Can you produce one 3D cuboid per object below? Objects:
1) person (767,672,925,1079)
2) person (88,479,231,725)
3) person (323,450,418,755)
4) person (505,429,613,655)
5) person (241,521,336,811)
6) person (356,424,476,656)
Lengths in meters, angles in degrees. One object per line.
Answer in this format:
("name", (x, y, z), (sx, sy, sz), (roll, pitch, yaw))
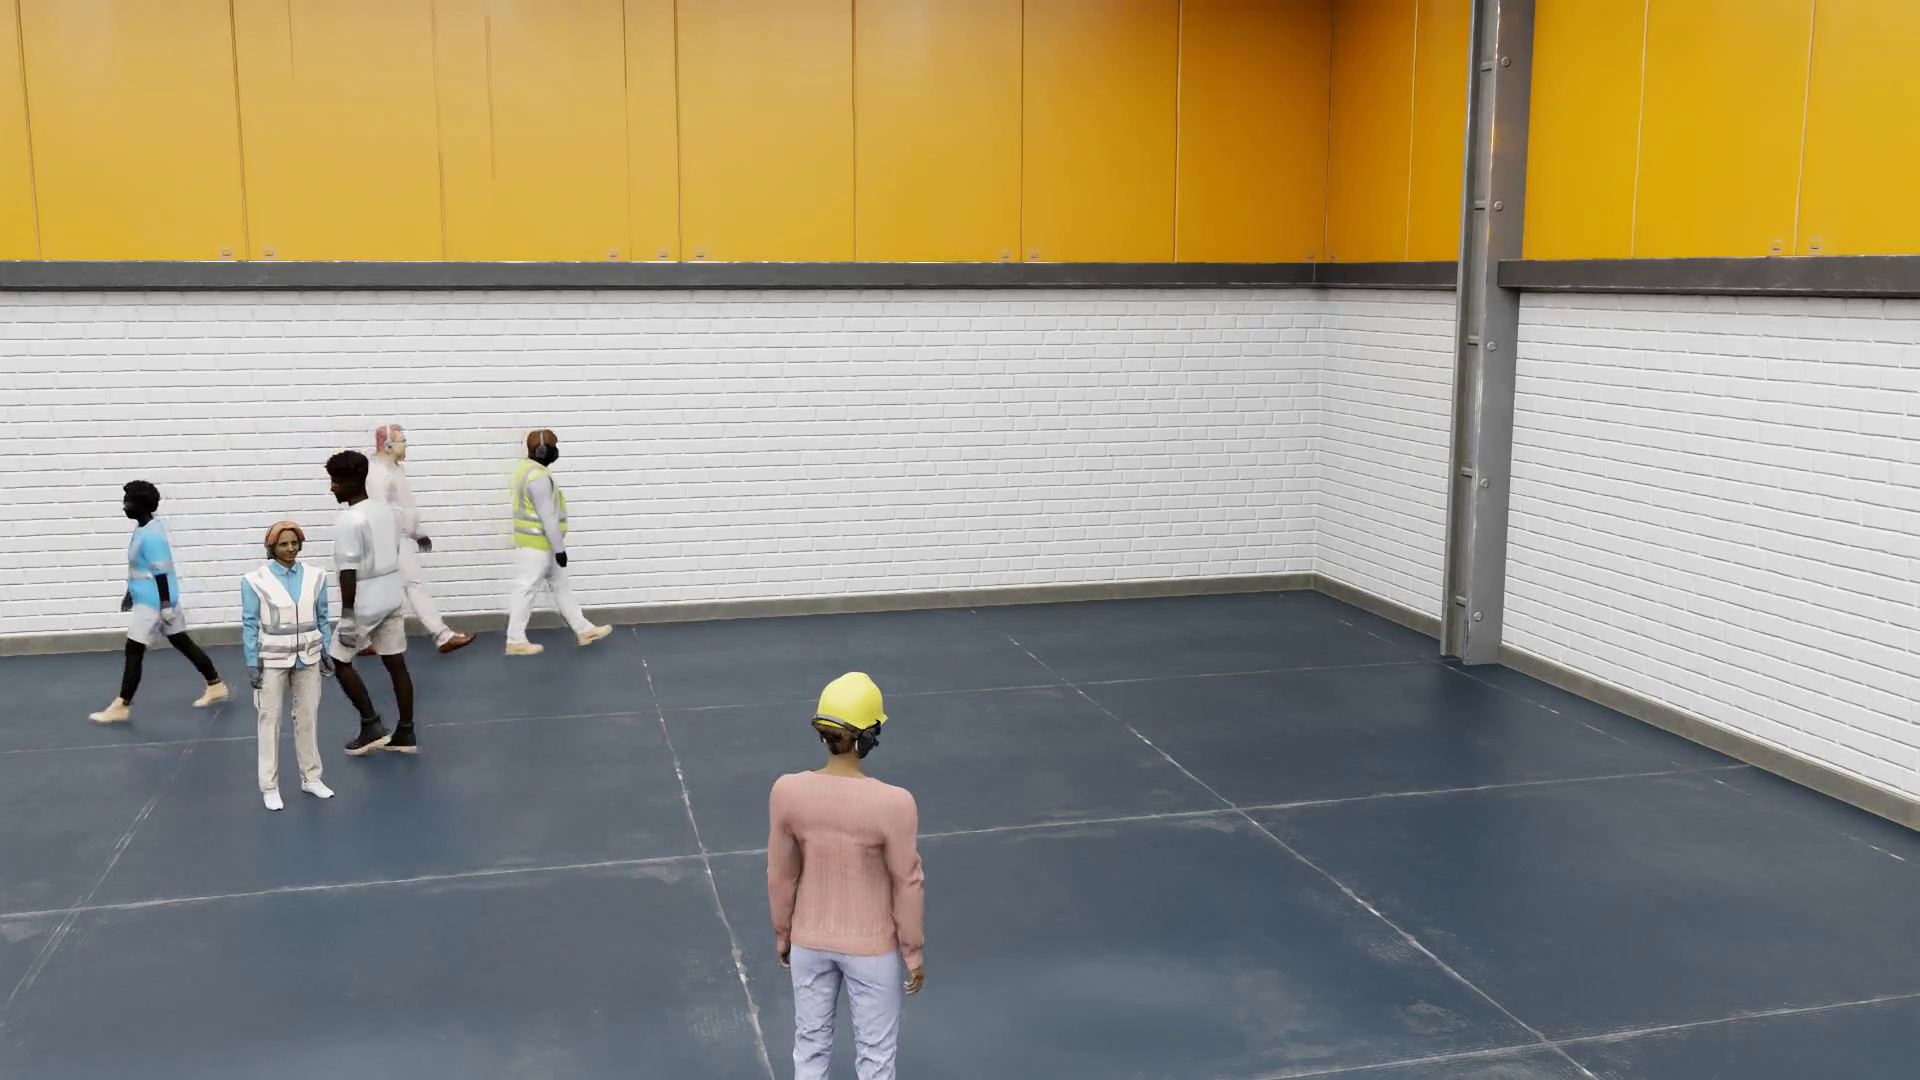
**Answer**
("person", (-0.357, 1.297, 5.379), (0.533, 1.767, 0.327), (3, 10, 20))
("person", (-5.480, 0.398, 11.368), (0.887, 1.648, 0.534), (-4, 10, -26))
("person", (-3.705, 0.407, 10.373), (0.541, 1.942, 0.709), (2, 9, 14))
("person", (-3.222, 0.019, 13.252), (0.931, 1.796, 0.647), (-3, 10, -20))
("person", (-3.828, 0.702, 9.493), (0.312, 1.639, 0.512), (8, 12, 42))
("person", (-4.393, 0.009, 13.162), (0.969, 1.852, 0.649), (-3, 10, -18))
